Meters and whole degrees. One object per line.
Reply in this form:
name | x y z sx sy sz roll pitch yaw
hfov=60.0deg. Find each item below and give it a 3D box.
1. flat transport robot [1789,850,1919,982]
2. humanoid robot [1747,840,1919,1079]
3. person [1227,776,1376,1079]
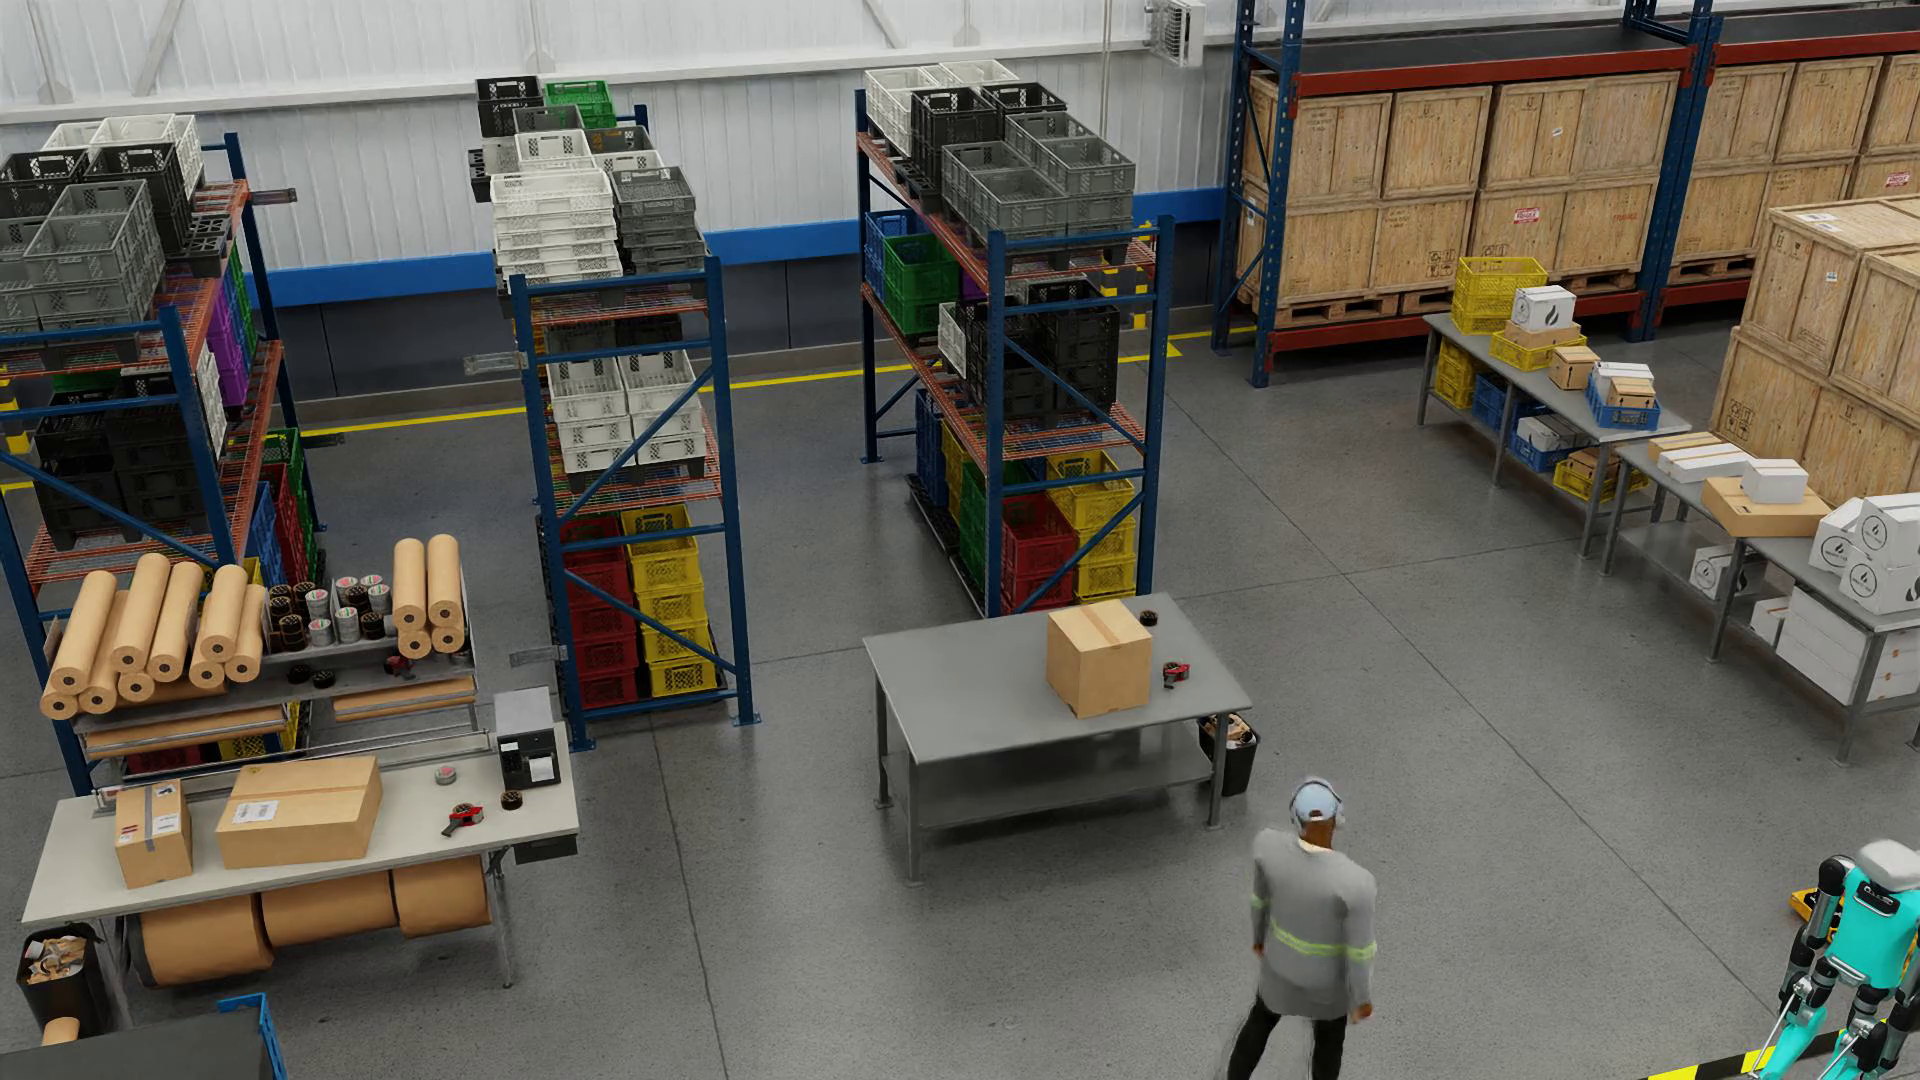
flat transport robot | 5.163 1.916 8.676 1.431 0.231 0.659 -8 30 -14
humanoid robot | 3.503 2.020 6.822 0.735 1.677 0.533 -17 33 -28
person | 1.500 1.843 7.217 0.652 1.835 0.529 24 37 37
